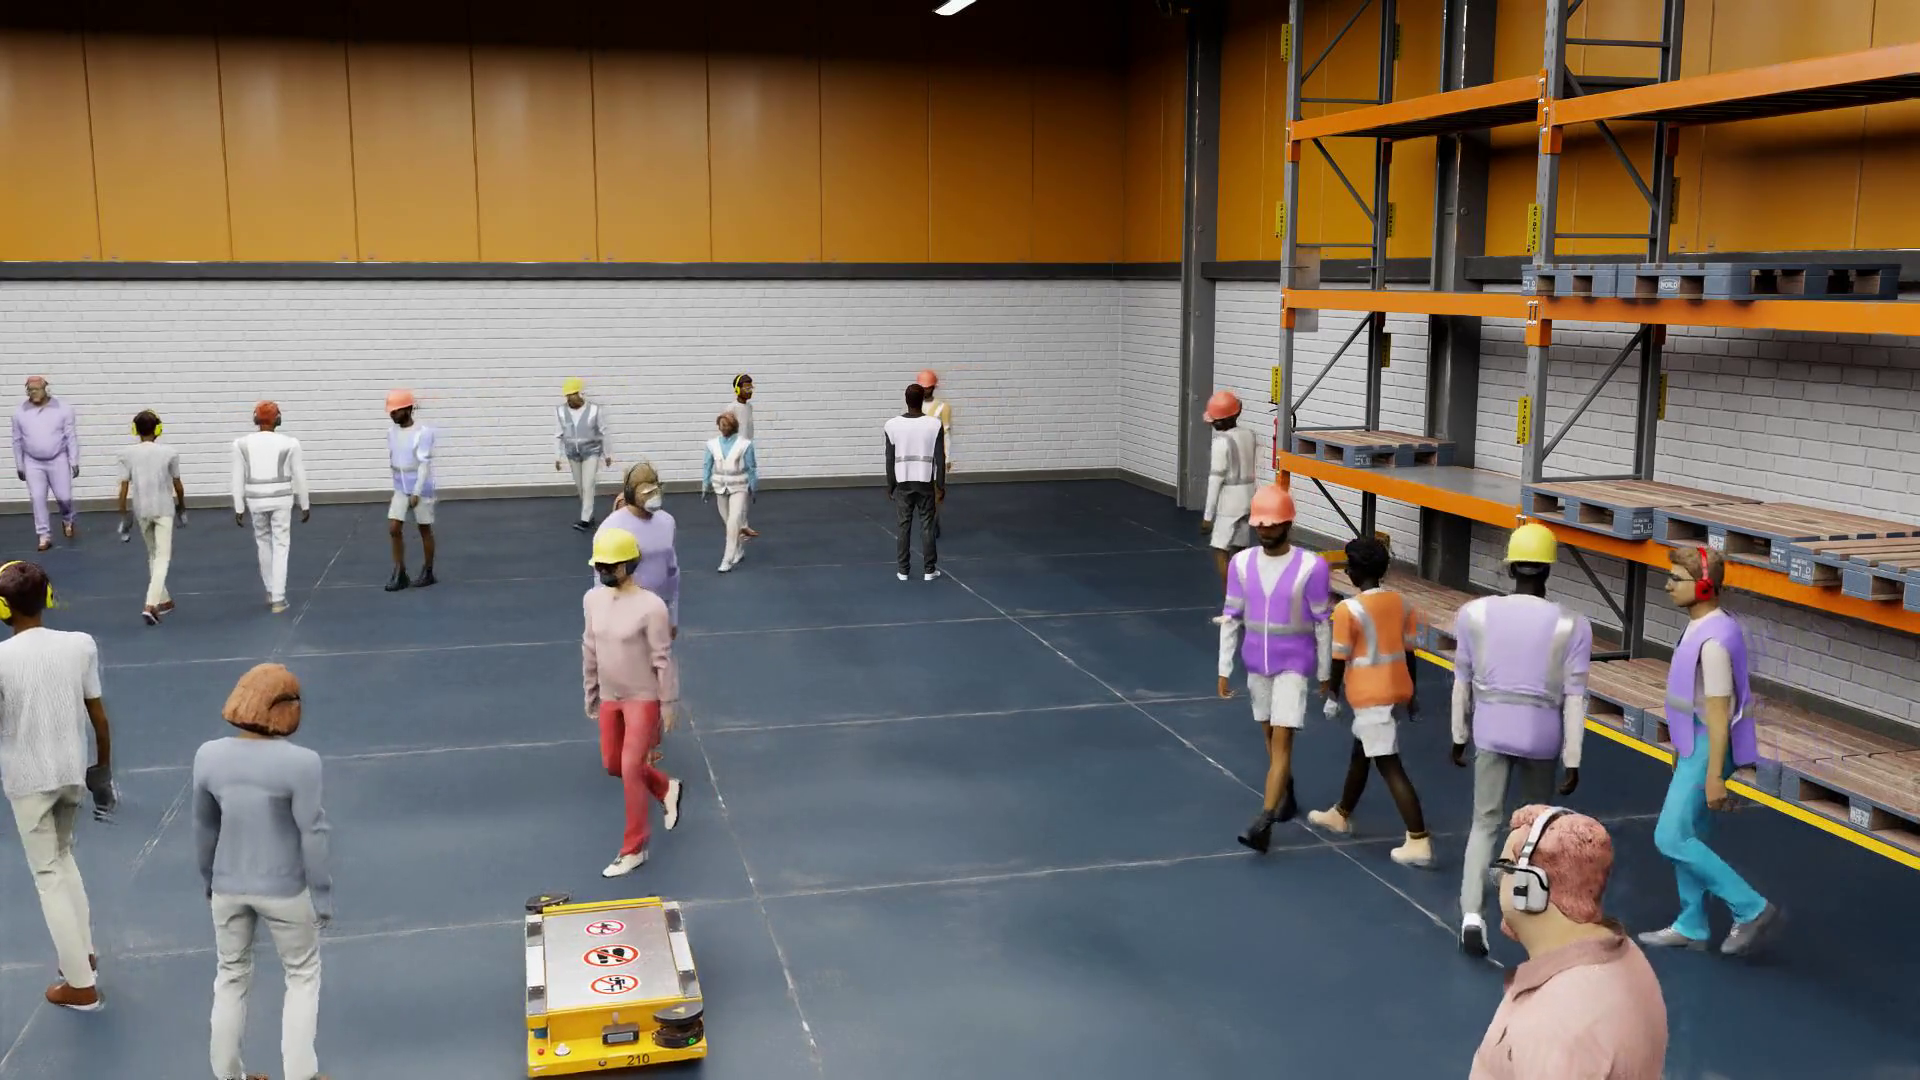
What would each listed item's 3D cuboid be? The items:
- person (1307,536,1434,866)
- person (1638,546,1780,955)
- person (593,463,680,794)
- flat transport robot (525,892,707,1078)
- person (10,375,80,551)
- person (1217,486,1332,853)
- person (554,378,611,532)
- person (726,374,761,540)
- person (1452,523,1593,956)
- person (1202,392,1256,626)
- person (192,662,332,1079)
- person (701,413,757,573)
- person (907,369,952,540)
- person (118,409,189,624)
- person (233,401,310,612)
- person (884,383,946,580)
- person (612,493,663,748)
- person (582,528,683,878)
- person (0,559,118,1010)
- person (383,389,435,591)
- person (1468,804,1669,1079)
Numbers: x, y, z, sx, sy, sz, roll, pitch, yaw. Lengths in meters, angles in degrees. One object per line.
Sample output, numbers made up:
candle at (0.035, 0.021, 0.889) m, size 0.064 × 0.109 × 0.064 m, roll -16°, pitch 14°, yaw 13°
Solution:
person at (2.144, 0.807, 8.519) m, size 0.526 × 1.645 × 0.848 m, roll -8°, pitch 12°, yaw -40°
person at (3.236, 0.932, 7.171) m, size 0.476 × 1.827 × 0.576 m, roll 4°, pitch 10°, yaw 21°
person at (-1.893, 0.491, 9.746) m, size 0.598 × 1.907 × 0.665 m, roll 5°, pitch 10°, yaw 28°
flat transport robot at (-1.443, 1.763, 6.822) m, size 0.652 × 0.197 × 1.431 m, roll -2°, pitch 9°, yaw -15°
person at (-9.936, -0.852, 18.096) m, size 0.655 × 1.893 × 0.573 m, roll -3°, pitch 10°, yaw -20°
person at (1.627, 0.651, 8.733) m, size 0.553 × 1.877 × 1.007 m, roll 6°, pitch 11°, yaw 35°
person at (-4.391, -0.989, 19.293) m, size 0.617 × 1.776 × 0.909 m, roll 1°, pitch 9°, yaw 8°
person at (-2.452, -0.935, 18.728) m, size 0.322 × 1.863 × 0.526 m, roll 3°, pitch 10°, yaw 20°
person at (2.457, 0.873, 7.361) m, size 0.591 × 1.890 × 0.917 m, roll 4°, pitch 10°, yaw 25°
person at (2.347, -0.265, 14.147) m, size 0.449 × 2.001 × 0.696 m, roll 7°, pitch 12°, yaw 39°
person at (-2.471, 1.237, 5.907) m, size 0.537 × 1.617 × 0.321 m, roll 1°, pitch 9°, yaw 8°
person at (-2.333, -0.502, 16.850) m, size 0.541 × 1.593 × 0.880 m, roll 2°, pitch 9°, yaw 15°
person at (-0.397, -0.947, 18.637) m, size 0.548 × 1.919 × 0.575 m, roll 5°, pitch 11°, yaw 30°
person at (-6.956, -0.208, 14.303) m, size 0.482 × 1.826 × 0.915 m, roll -1°, pitch 9°, yaw -5°
person at (-6.131, -0.320, 14.897) m, size 0.598 × 1.850 × 0.842 m, roll -1°, pitch 9°, yaw -9°
person at (-0.434, -0.558, 16.181) m, size 0.593 × 1.922 × 0.392 m, roll 1°, pitch 9°, yaw 4°
person at (-2.059, 0.498, 10.482) m, size 0.497 × 1.633 × 0.283 m, roll 1°, pitch 9°, yaw 8°
person at (-1.628, 0.772, 8.429) m, size 0.549 × 1.739 × 0.673 m, roll 5°, pitch 10°, yaw 29°
person at (-3.753, 0.993, 6.733) m, size 0.598 × 1.848 × 0.498 m, roll 5°, pitch 10°, yaw 29°
person at (-5.204, -0.462, 15.632) m, size 0.534 × 1.899 × 0.734 m, roll 3°, pitch 10°, yaw 17°
person at (1.174, 1.489, 3.543) m, size 0.804 × 1.872 × 0.671 m, roll 6°, pitch 11°, yaw 34°
